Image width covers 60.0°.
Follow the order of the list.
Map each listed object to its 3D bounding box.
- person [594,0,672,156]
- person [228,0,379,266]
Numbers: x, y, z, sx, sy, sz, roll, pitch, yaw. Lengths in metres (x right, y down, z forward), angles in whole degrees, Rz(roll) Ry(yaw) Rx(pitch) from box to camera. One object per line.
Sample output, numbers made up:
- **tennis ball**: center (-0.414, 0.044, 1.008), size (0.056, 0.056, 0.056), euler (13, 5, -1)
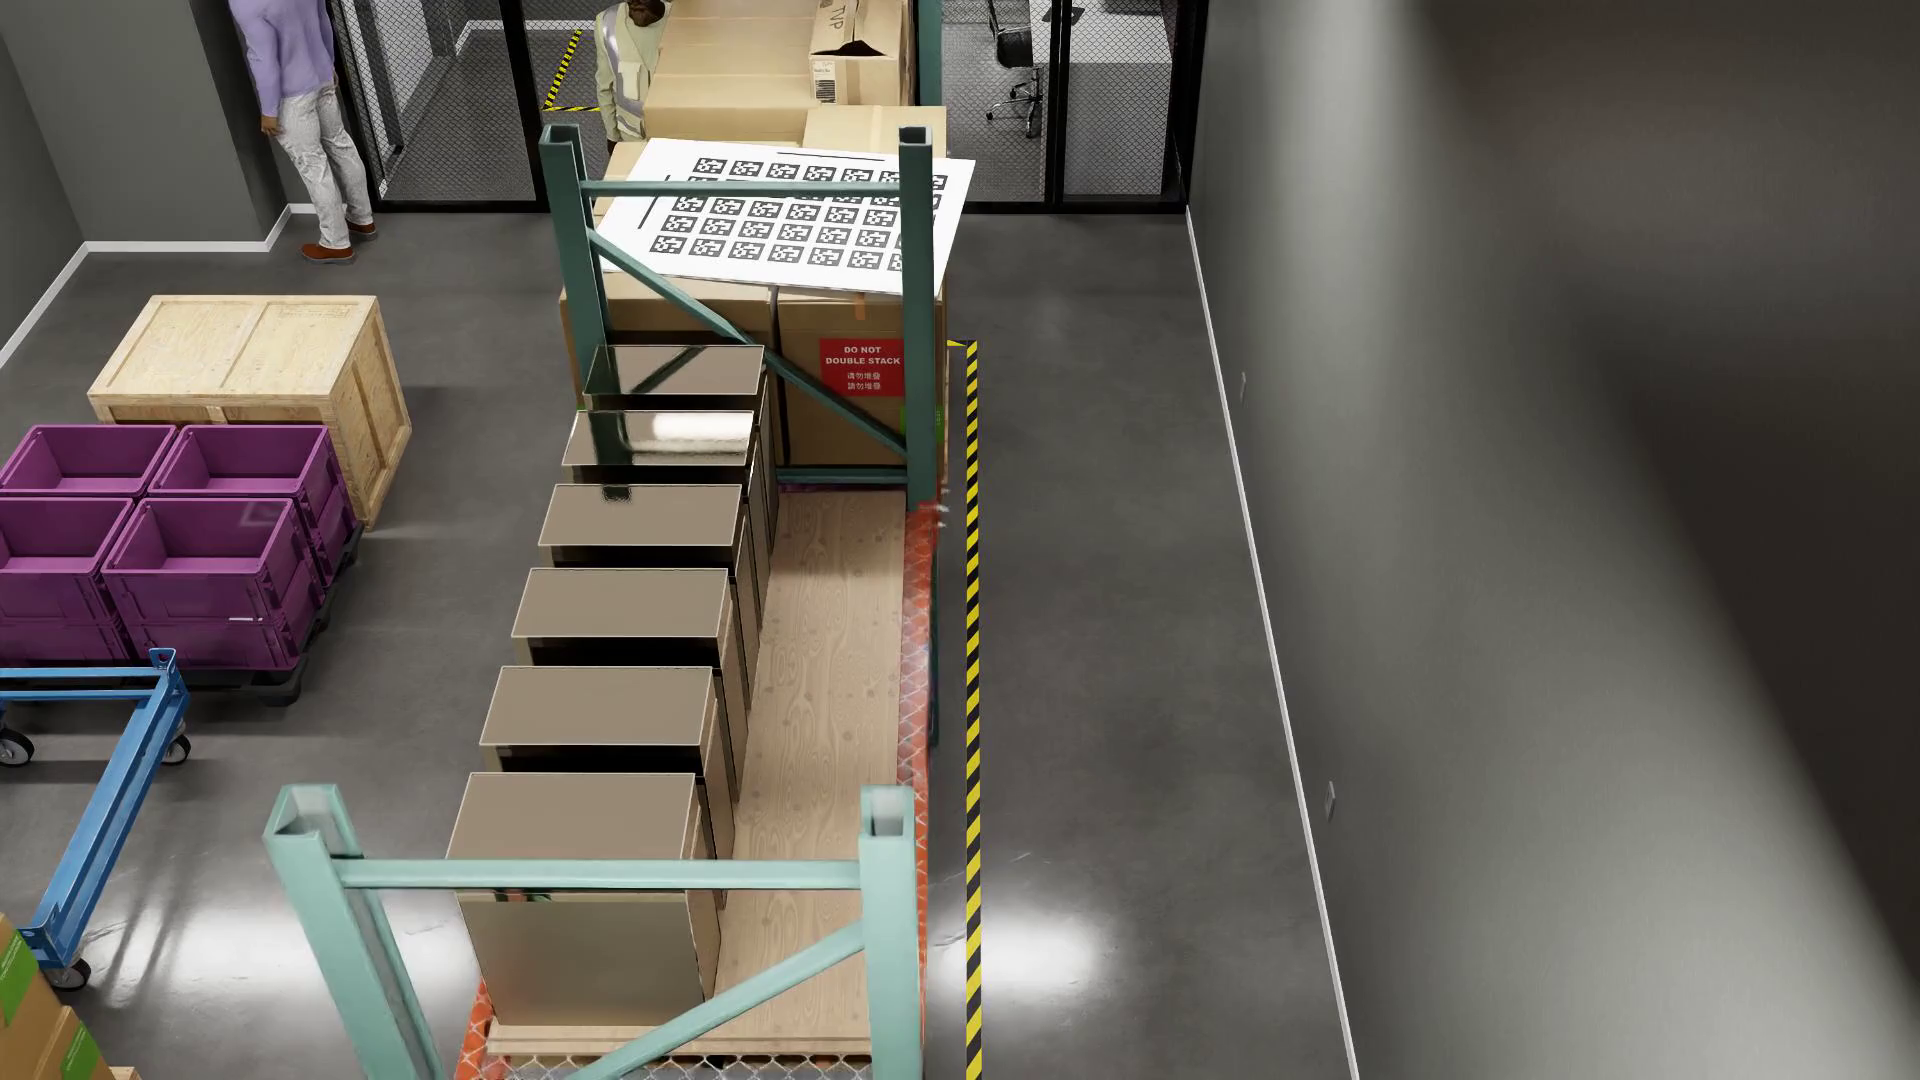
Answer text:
- **person**: center (-1.497, -2.064, 8.325), size (0.599, 1.830, 0.404), euler (0, 41, 0)
- **person**: center (-3.407, -2.341, 8.562), size (0.357, 1.938, 0.637), euler (11, 42, 12)
